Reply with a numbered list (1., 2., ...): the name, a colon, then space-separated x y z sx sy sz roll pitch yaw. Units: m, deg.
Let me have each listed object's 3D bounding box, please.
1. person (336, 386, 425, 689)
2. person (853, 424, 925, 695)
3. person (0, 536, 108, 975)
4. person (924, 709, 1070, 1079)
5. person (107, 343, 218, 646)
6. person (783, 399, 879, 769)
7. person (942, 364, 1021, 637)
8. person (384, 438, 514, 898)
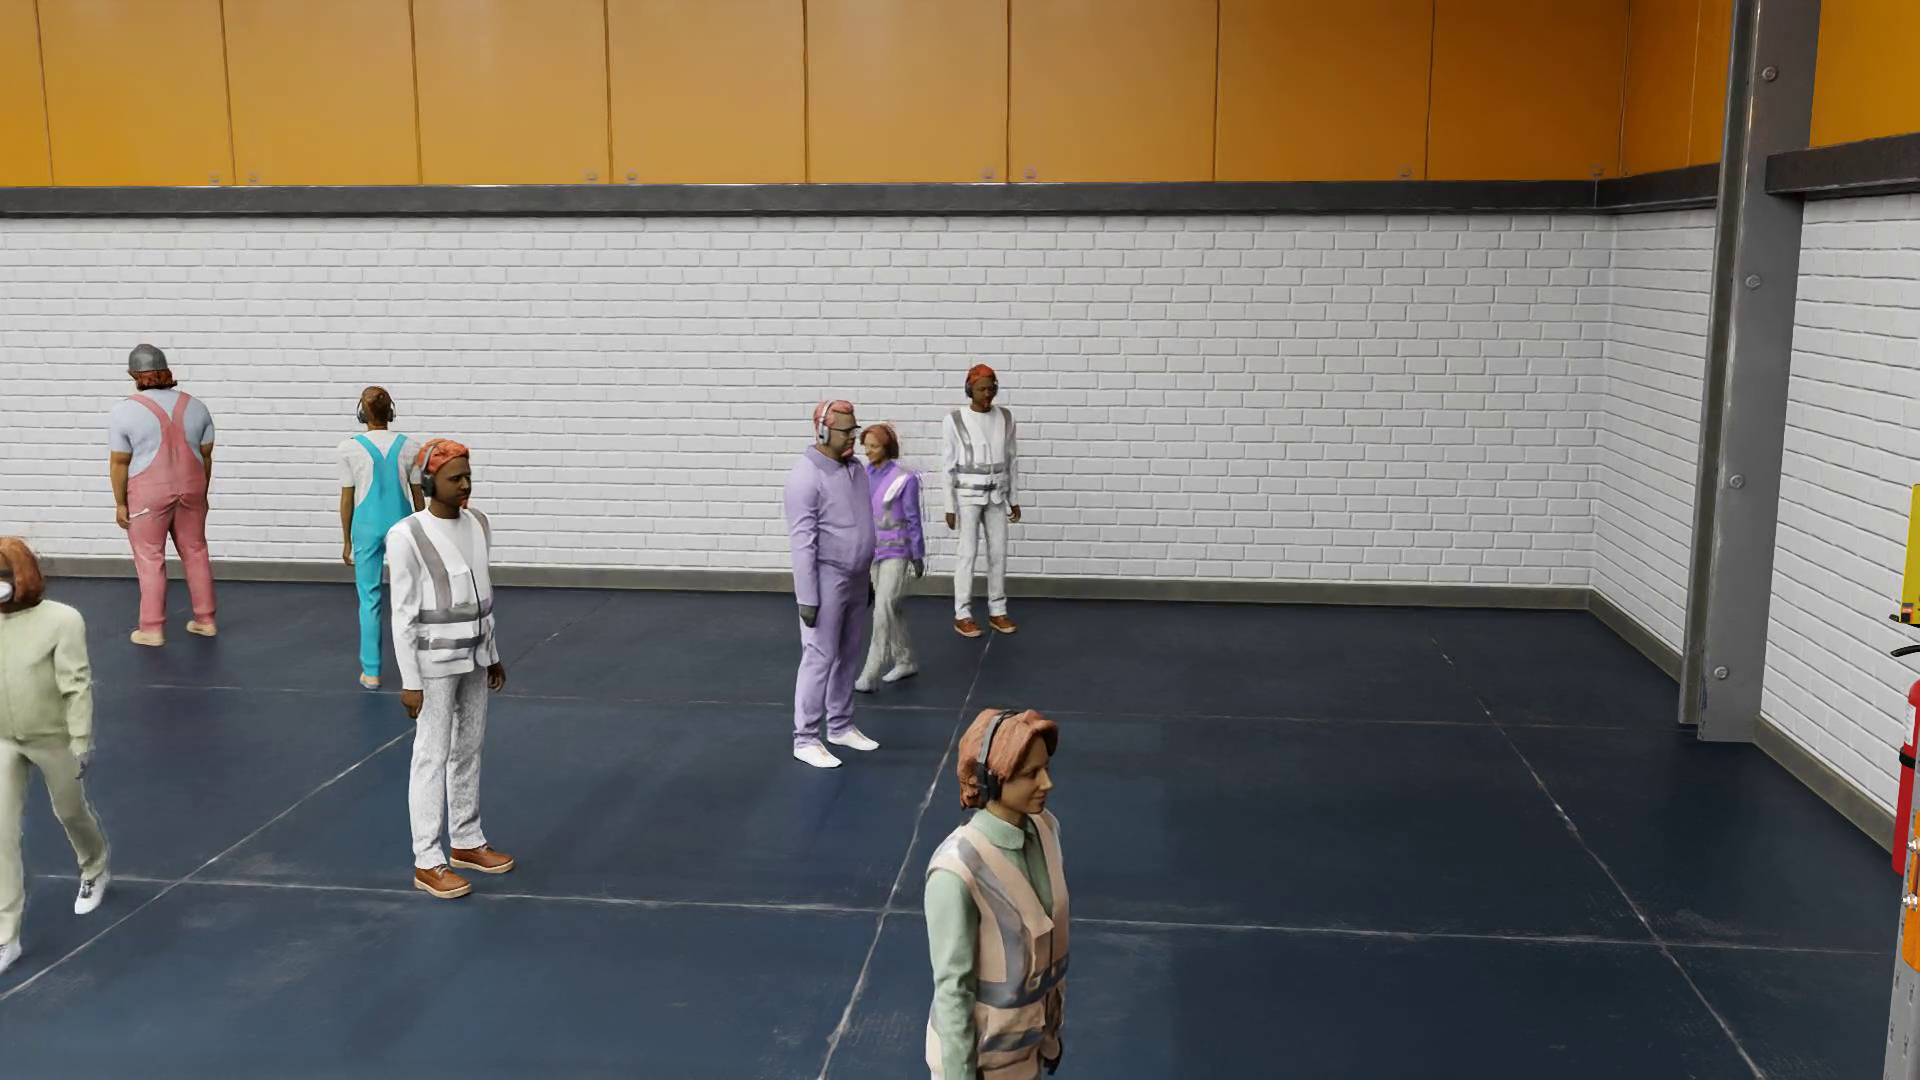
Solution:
1. person: -3.495 -0.015 10.099 0.501 1.838 0.341 -6 12 -32
2. person: -0.530 0.116 9.972 0.542 1.600 0.801 9 13 41
3. person: -3.538 0.757 6.361 0.505 1.602 0.828 -2 10 -9
4. person: 0.087 1.180 3.801 0.314 1.642 0.514 5 11 28
5. person: -5.422 -0.324 11.268 0.536 2.000 0.684 8 13 38
6. person: -0.631 0.220 8.580 0.406 1.897 0.643 5 11 26
7. person: 0.143 -0.271 11.444 0.588 1.874 0.348 -5 11 -28
8. person: -2.111 0.517 6.899 0.338 1.882 0.583 4 11 22
